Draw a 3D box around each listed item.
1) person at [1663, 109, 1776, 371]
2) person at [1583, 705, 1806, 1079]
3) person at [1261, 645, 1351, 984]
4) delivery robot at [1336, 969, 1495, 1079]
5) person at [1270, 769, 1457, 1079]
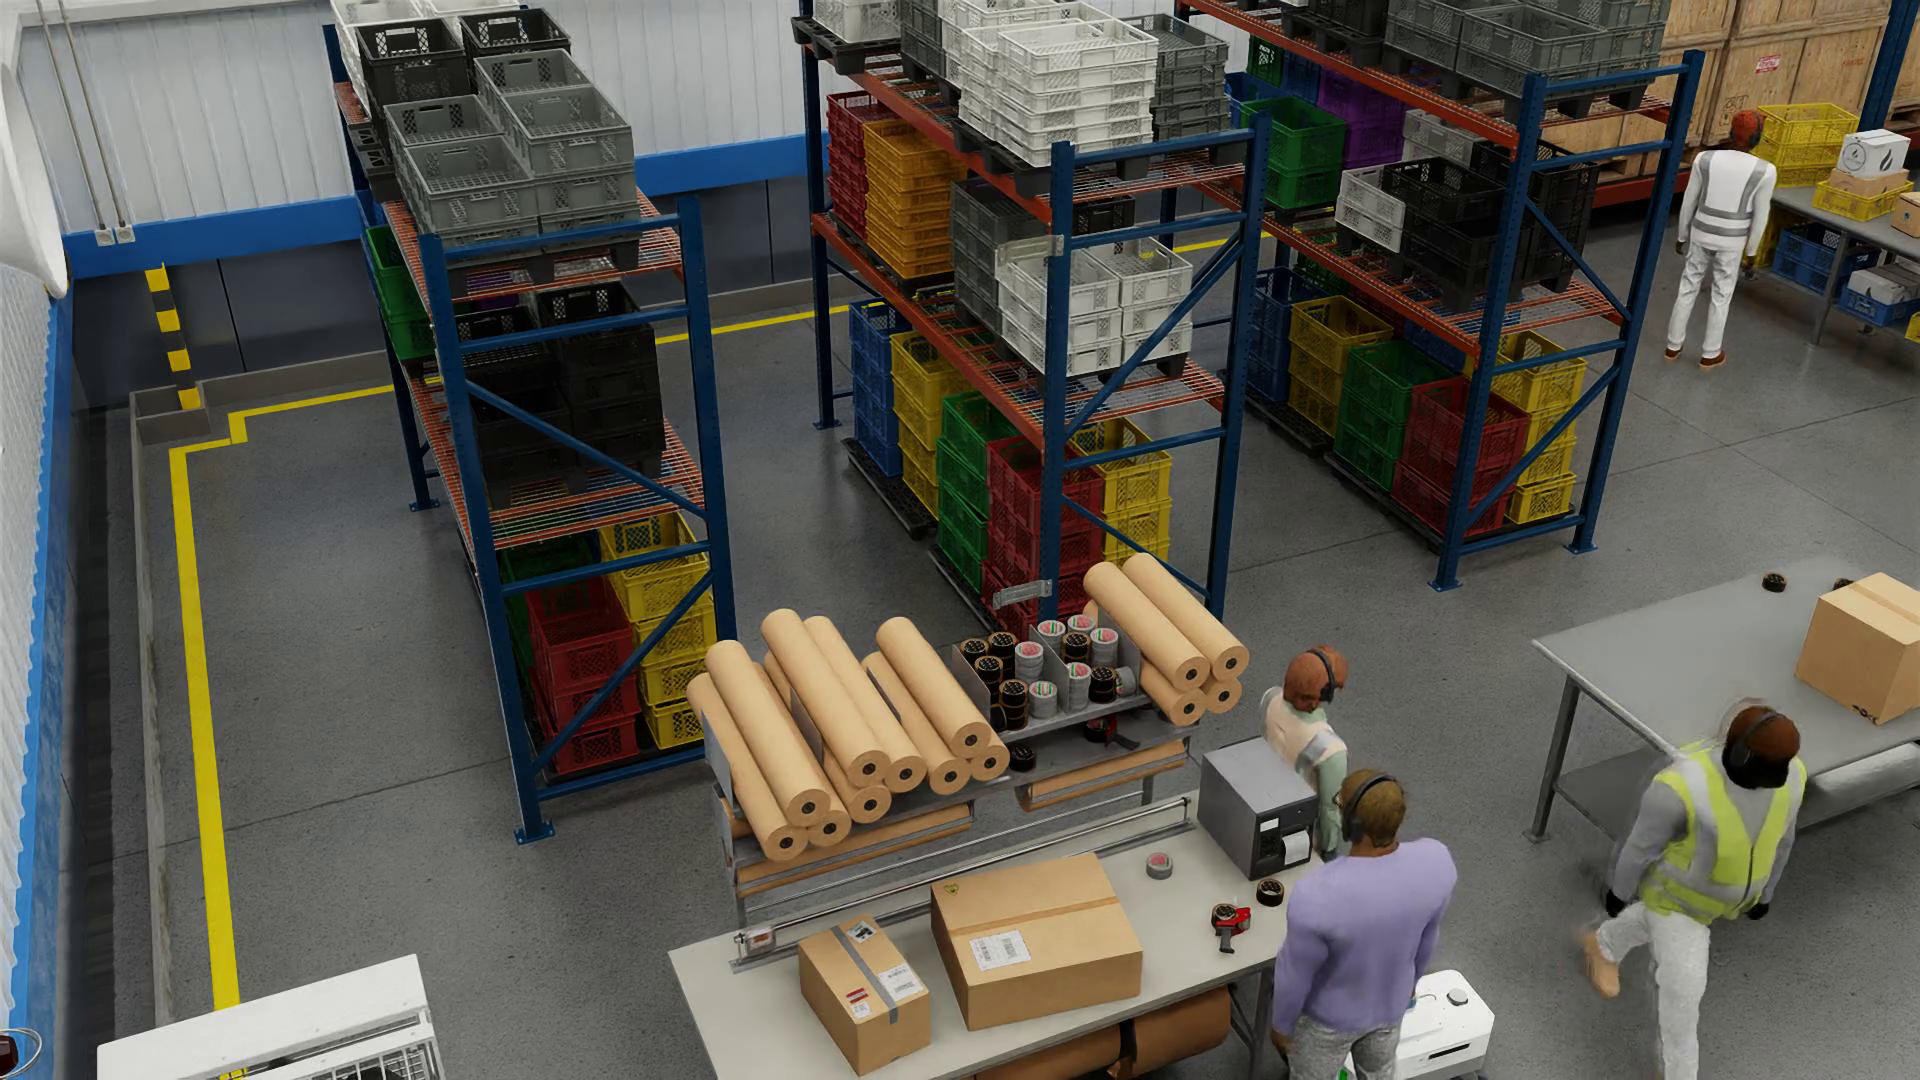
[{"bbox_3d":[5.413,-2.136,11.885,0.574,1.884,0.358,23,38,32],"label":"person"},{"bbox_3d":[2.811,1.296,6.411,0.635,1.793,1.001,-9,33,-15],"label":"person"},{"bbox_3d":[1.361,1.136,6.808,0.317,1.637,0.519,-13,34,-20],"label":"person"},{"bbox_3d":[1.701,1.919,6.472,0.707,0.478,0.477,-11,33,-17],"label":"delivery robot"},{"bbox_3d":[1.356,1.596,5.787,0.633,1.930,0.368,-11,33,-18],"label":"person"}]
